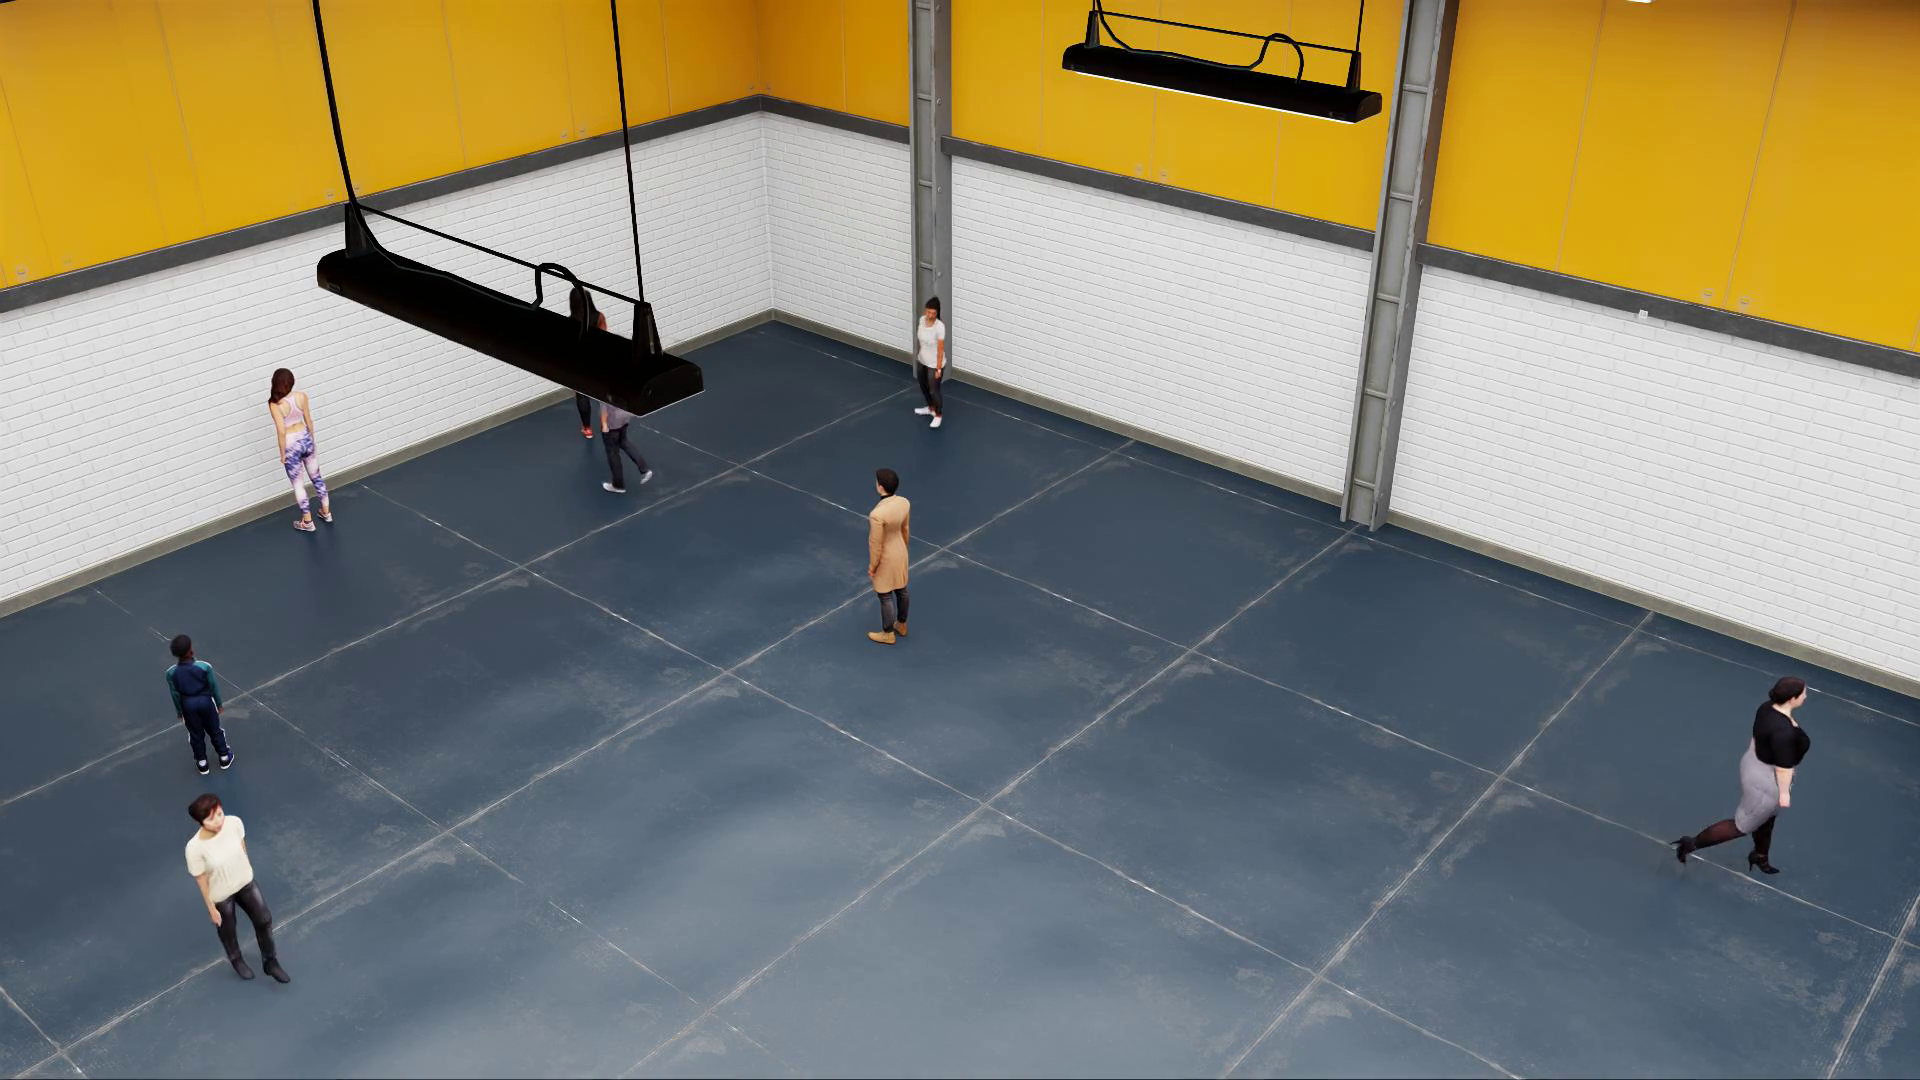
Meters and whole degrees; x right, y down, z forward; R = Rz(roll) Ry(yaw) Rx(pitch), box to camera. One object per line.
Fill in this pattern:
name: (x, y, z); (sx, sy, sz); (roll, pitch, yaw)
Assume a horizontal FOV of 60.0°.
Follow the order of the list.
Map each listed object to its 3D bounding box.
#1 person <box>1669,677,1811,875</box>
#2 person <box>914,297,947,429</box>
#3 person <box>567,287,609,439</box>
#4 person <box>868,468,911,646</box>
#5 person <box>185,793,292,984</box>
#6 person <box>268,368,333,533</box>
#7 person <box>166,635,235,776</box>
person: (5.760, 1.766, 12.102); (1.183, 1.731, 0.970); (6, 29, 10)
person: (-0.315, -2.069, 19.260); (0.837, 1.608, 0.606); (-14, 31, -23)
person: (-4.229, -2.039, 18.988); (0.759, 1.816, 0.780); (-9, 30, -17)
person: (-0.634, 0.140, 15.087); (0.610, 1.727, 0.637); (20, 35, 32)
person: (-4.975, 2.334, 11.226); (0.724, 1.572, 0.625); (19, 34, 30)
person: (-6.778, -0.942, 17.028); (0.544, 1.766, 0.612); (19, 34, 30)
person: (-6.153, 1.320, 13.416); (0.569, 1.255, 0.590); (-11, 30, -19)
